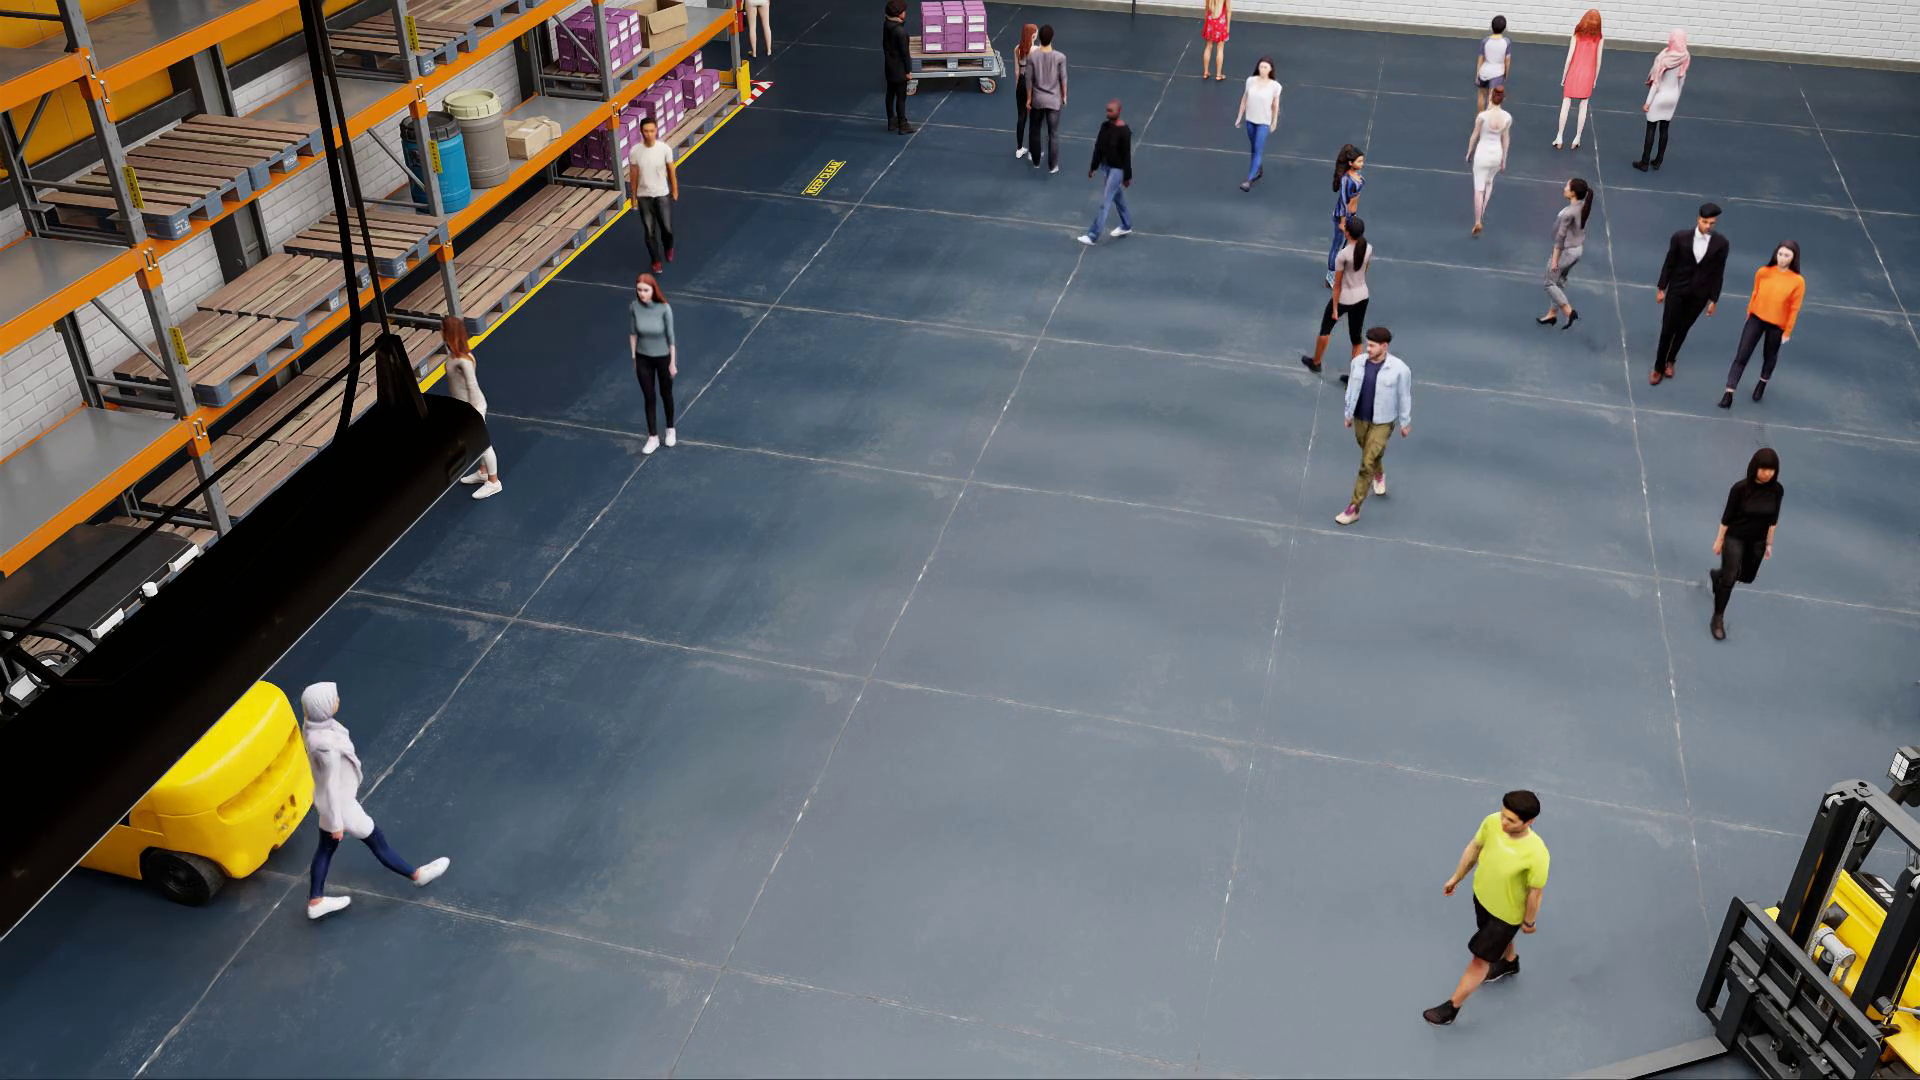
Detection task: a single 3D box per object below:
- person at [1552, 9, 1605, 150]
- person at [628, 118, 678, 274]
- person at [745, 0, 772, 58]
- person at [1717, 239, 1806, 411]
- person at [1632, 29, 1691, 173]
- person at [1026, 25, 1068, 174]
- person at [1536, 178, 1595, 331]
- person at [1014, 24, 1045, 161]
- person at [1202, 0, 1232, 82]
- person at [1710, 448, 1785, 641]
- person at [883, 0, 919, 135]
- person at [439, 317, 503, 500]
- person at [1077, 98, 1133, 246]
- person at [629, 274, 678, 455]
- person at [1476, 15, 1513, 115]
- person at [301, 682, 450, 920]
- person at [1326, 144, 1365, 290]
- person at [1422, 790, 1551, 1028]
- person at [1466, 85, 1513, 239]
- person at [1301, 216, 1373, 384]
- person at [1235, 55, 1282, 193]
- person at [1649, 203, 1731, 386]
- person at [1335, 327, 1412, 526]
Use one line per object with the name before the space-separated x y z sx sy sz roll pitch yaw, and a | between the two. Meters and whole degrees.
person | 8.124 -6.035 21.796 0.594 1.828 0.508 7 34 10
person | -3.424 -3.891 18.608 0.800 1.787 0.841 -4 34 -6
person | -3.071 -8.146 25.139 0.617 1.644 0.641 -11 35 -16
person | 7.785 -2.085 15.960 0.950 1.710 1.188 27 42 34
person | 8.947 -5.592 21.152 0.727 1.804 0.737 -6 34 -9
person | 1.096 -5.596 21.104 0.716 1.864 0.743 4 34 7
person | 6.353 -2.916 17.253 0.844 1.663 0.886 -25 41 -33
person | 0.885 -5.813 21.541 0.642 1.742 0.601 19 38 27
person | 3.729 -7.512 24.231 0.630 1.592 0.632 19 38 26
person | 6.089 -0.039 12.960 0.701 1.625 0.929 2 34 2
person | -0.848 -6.359 22.329 0.762 1.778 0.728 -24 41 -32
person | -4.291 -1.183 14.601 0.755 1.711 0.681 -15 36 -21
person | 1.849 -4.285 19.276 1.156 1.703 1.052 -20 38 -27
person | -2.793 -1.655 15.281 0.621 1.745 0.686 4 34 6
person | 7.152 -6.235 22.363 0.688 1.534 1.043 16 37 22
person | -3.942 1.668 10.298 1.183 1.729 1.105 -18 38 -25
person | 4.220 -3.545 18.241 0.720 1.616 0.574 18 38 25
person | 3.224 2.072 9.753 1.118 1.659 1.117 -13 36 -19
person | 6.139 -4.360 19.328 0.672 1.772 0.826 0 34 0
person | 3.863 -2.286 16.255 0.966 1.719 1.058 -13 36 -19
person | 3.732 -5.189 20.692 0.872 1.641 1.154 22 39 29
person | 7.204 -2.485 16.428 0.750 1.858 0.850 10 35 15
person | 3.617 -1.049 14.355 1.062 1.761 1.296 21 39 28
